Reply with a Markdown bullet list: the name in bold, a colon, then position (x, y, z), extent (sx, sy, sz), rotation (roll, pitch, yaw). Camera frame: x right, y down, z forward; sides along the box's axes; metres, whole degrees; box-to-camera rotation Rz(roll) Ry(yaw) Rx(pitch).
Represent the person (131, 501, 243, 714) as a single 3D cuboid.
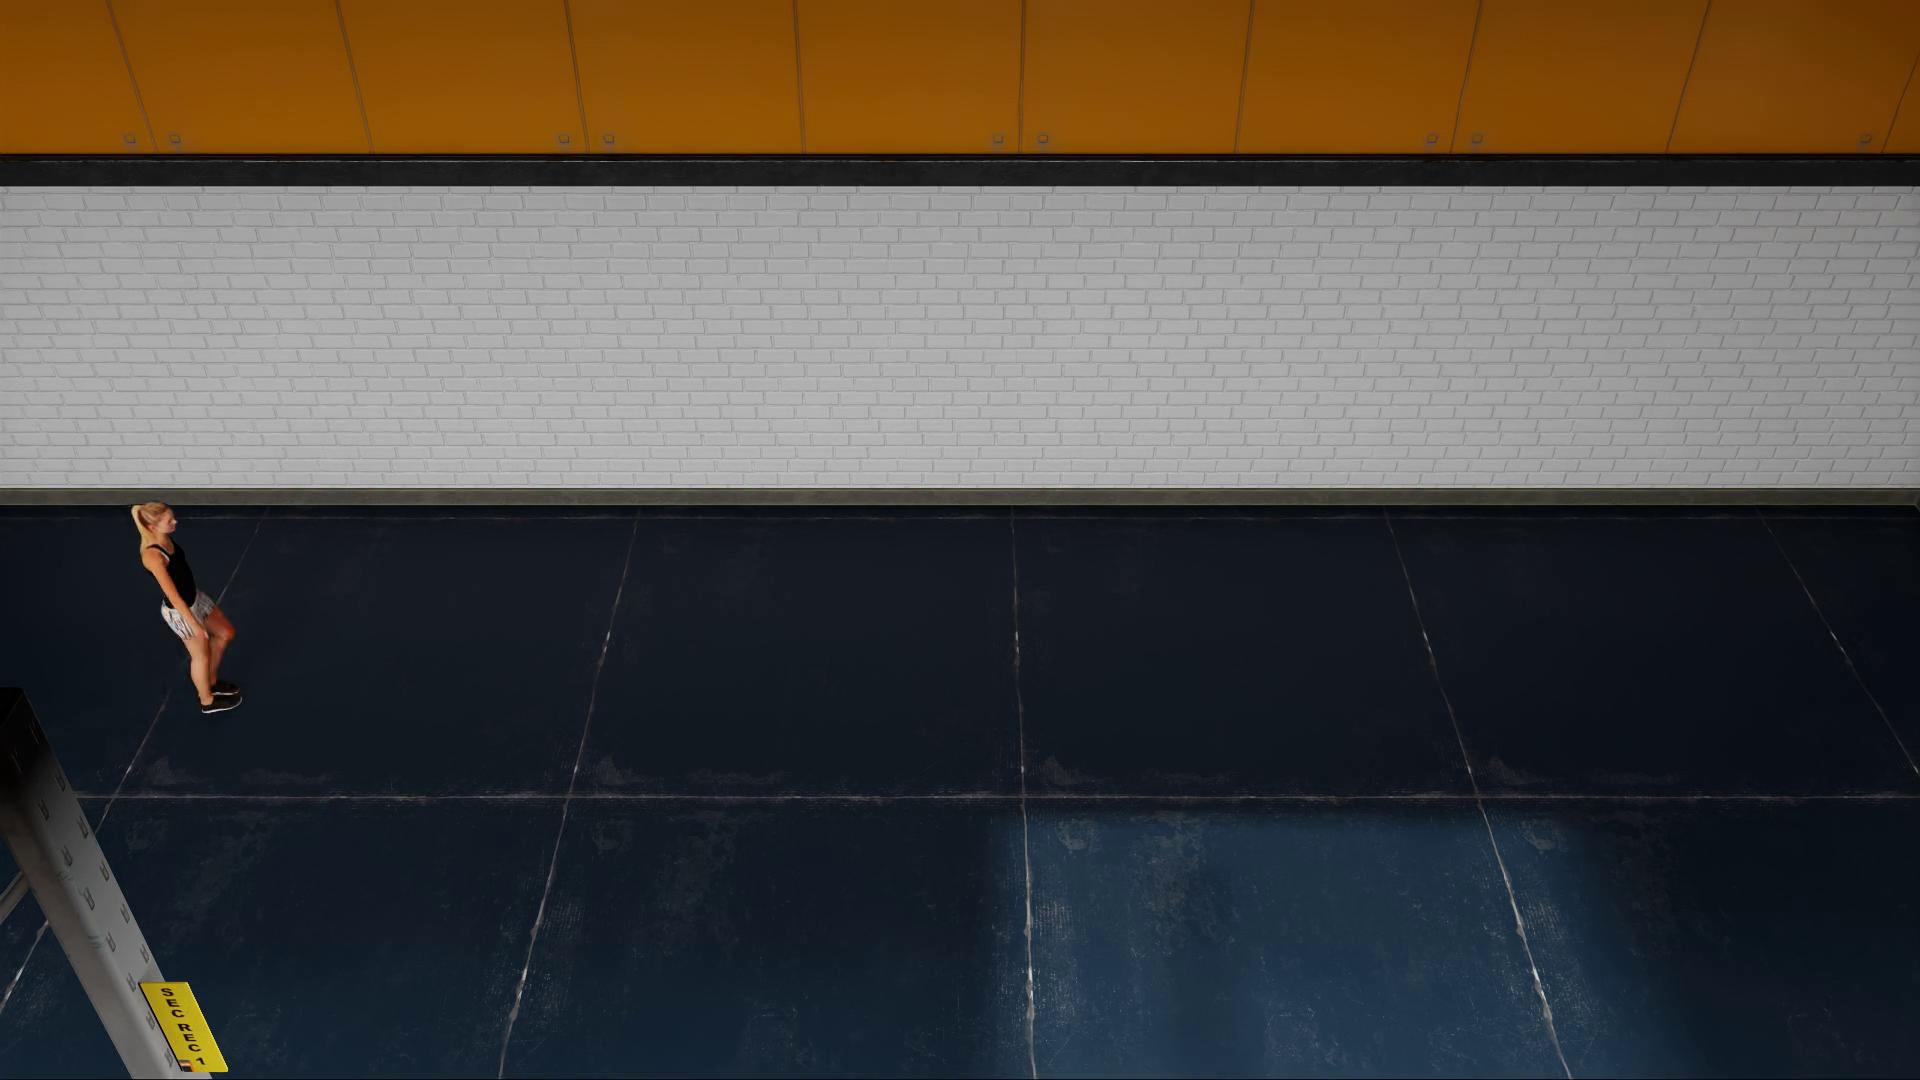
- **person**: position (-5.239, 0.467, 11.034), extent (0.762, 1.828, 0.641), rotation (-13, 40, -15)
